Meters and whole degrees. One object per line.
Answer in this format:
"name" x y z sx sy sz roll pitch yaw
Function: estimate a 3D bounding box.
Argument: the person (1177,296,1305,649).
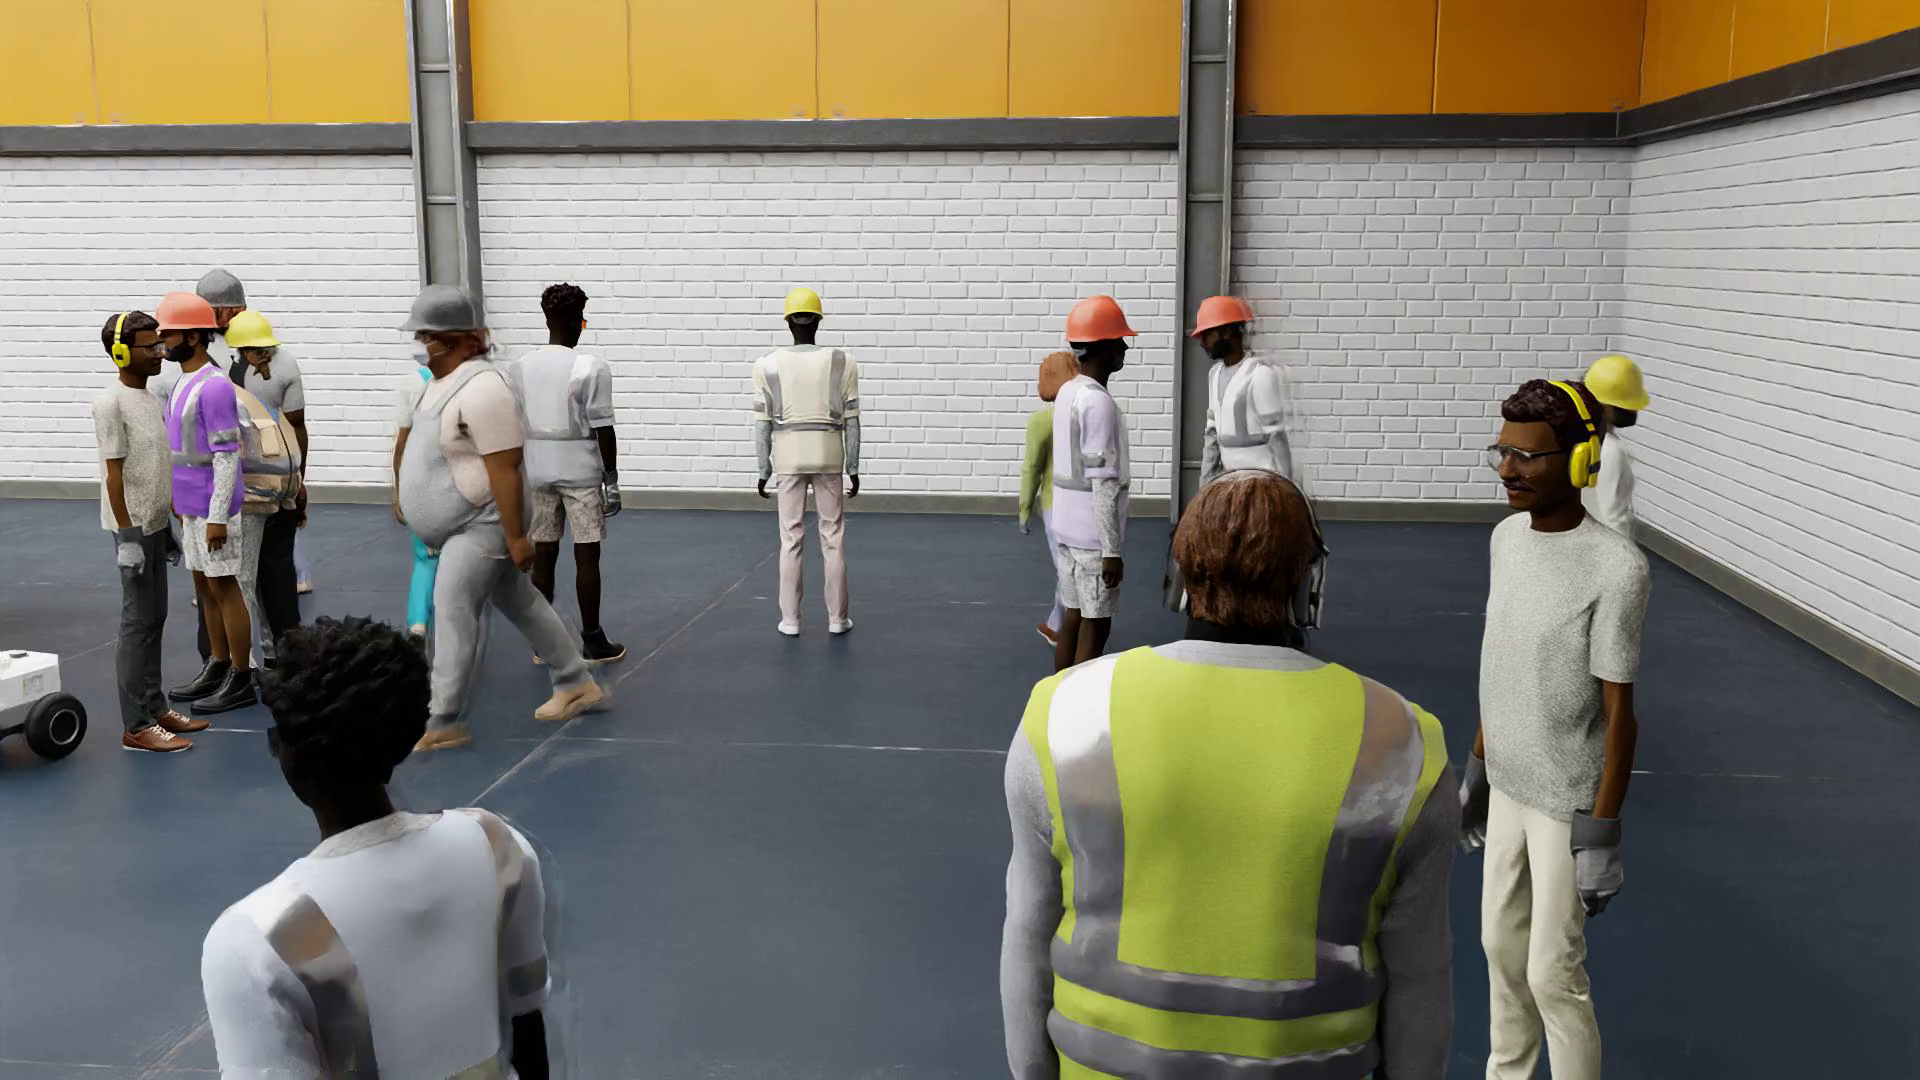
"person" 1.455 -0.312 8.628 0.886 1.880 0.562 -3 10 -14

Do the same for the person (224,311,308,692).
"person" -3.418 -0.195 8.118 0.403 1.835 0.587 3 10 17

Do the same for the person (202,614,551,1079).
"person" -0.683 0.927 2.210 0.808 1.653 0.565 7 12 33

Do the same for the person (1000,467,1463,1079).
"person" 0.376 0.806 2.414 0.643 1.830 0.429 2 10 9

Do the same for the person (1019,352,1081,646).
"person" 0.503 -0.171 8.628 0.506 1.594 0.799 -6 11 -30

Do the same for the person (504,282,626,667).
"person" -2.013 -0.329 8.507 0.613 1.963 0.362 3 10 17

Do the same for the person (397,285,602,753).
"person" -2.036 -0.148 7.256 0.985 2.000 0.689 -5 11 -26

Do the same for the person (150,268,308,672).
"person" -3.573 -0.314 8.209 0.684 2.000 0.538 -4 11 -22

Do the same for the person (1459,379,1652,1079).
"person" 1.270 0.574 3.661 0.323 1.860 0.519 -3 10 -14

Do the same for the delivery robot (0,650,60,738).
"delivery robot" -4.054 0.632 6.778 0.477 0.478 0.707 3 10 19

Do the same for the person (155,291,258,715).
"person" -3.495 -0.167 7.664 0.358 1.938 0.542 -8 13 -40

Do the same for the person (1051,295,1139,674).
"person" 0.560 -0.031 6.871 0.351 1.942 0.545 -2 10 -13

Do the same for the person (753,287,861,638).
"person" -0.836 -0.417 9.145 0.584 1.921 0.381 -1 10 -5

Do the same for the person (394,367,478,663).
"person" -2.569 -0.212 8.329 0.564 1.808 0.753 -1 10 -8

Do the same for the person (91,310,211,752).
"person" -3.473 -0.037 7.113 0.329 1.873 0.515 -2 10 -9
